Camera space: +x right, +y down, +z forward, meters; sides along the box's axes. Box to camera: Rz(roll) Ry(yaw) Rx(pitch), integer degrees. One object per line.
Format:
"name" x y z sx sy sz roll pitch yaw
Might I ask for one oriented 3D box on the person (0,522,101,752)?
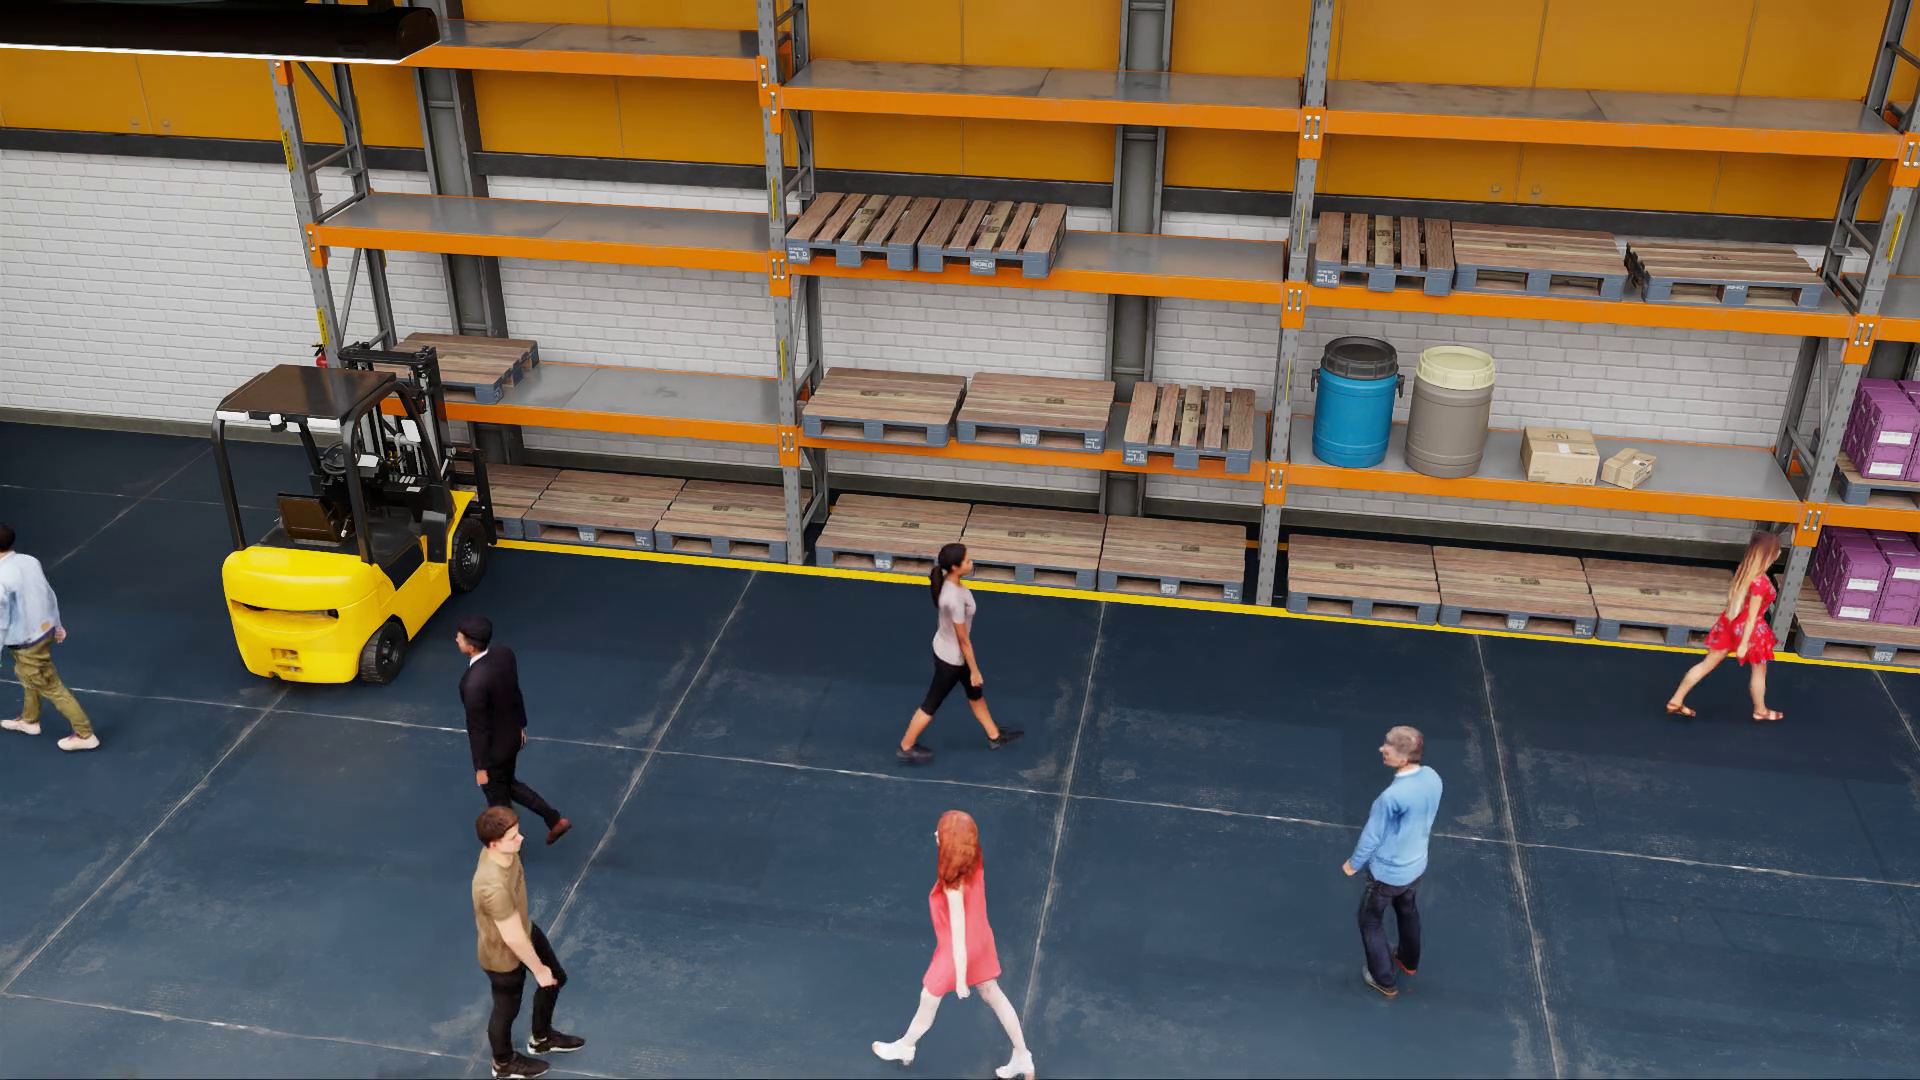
"person" -6.395 0.711 11.601 1.058 1.781 0.805 -1 29 -2

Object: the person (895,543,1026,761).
"person" -0.144 0.828 11.476 1.242 1.696 0.881 -4 29 -6

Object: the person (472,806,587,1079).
"person" -2.486 2.176 8.862 0.768 1.834 0.713 -1 29 -3

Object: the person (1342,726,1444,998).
"person" 2.511 1.870 9.475 0.812 1.782 0.856 -18 33 -29

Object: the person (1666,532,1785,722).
"person" 5.512 0.661 11.940 1.095 1.545 0.678 1 29 2

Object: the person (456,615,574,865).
"person" -2.823 1.288 10.450 0.857 1.870 0.708 4 29 7

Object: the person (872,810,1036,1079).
"person" 0.111 2.226 8.837 1.176 1.769 0.739 9 30 16
